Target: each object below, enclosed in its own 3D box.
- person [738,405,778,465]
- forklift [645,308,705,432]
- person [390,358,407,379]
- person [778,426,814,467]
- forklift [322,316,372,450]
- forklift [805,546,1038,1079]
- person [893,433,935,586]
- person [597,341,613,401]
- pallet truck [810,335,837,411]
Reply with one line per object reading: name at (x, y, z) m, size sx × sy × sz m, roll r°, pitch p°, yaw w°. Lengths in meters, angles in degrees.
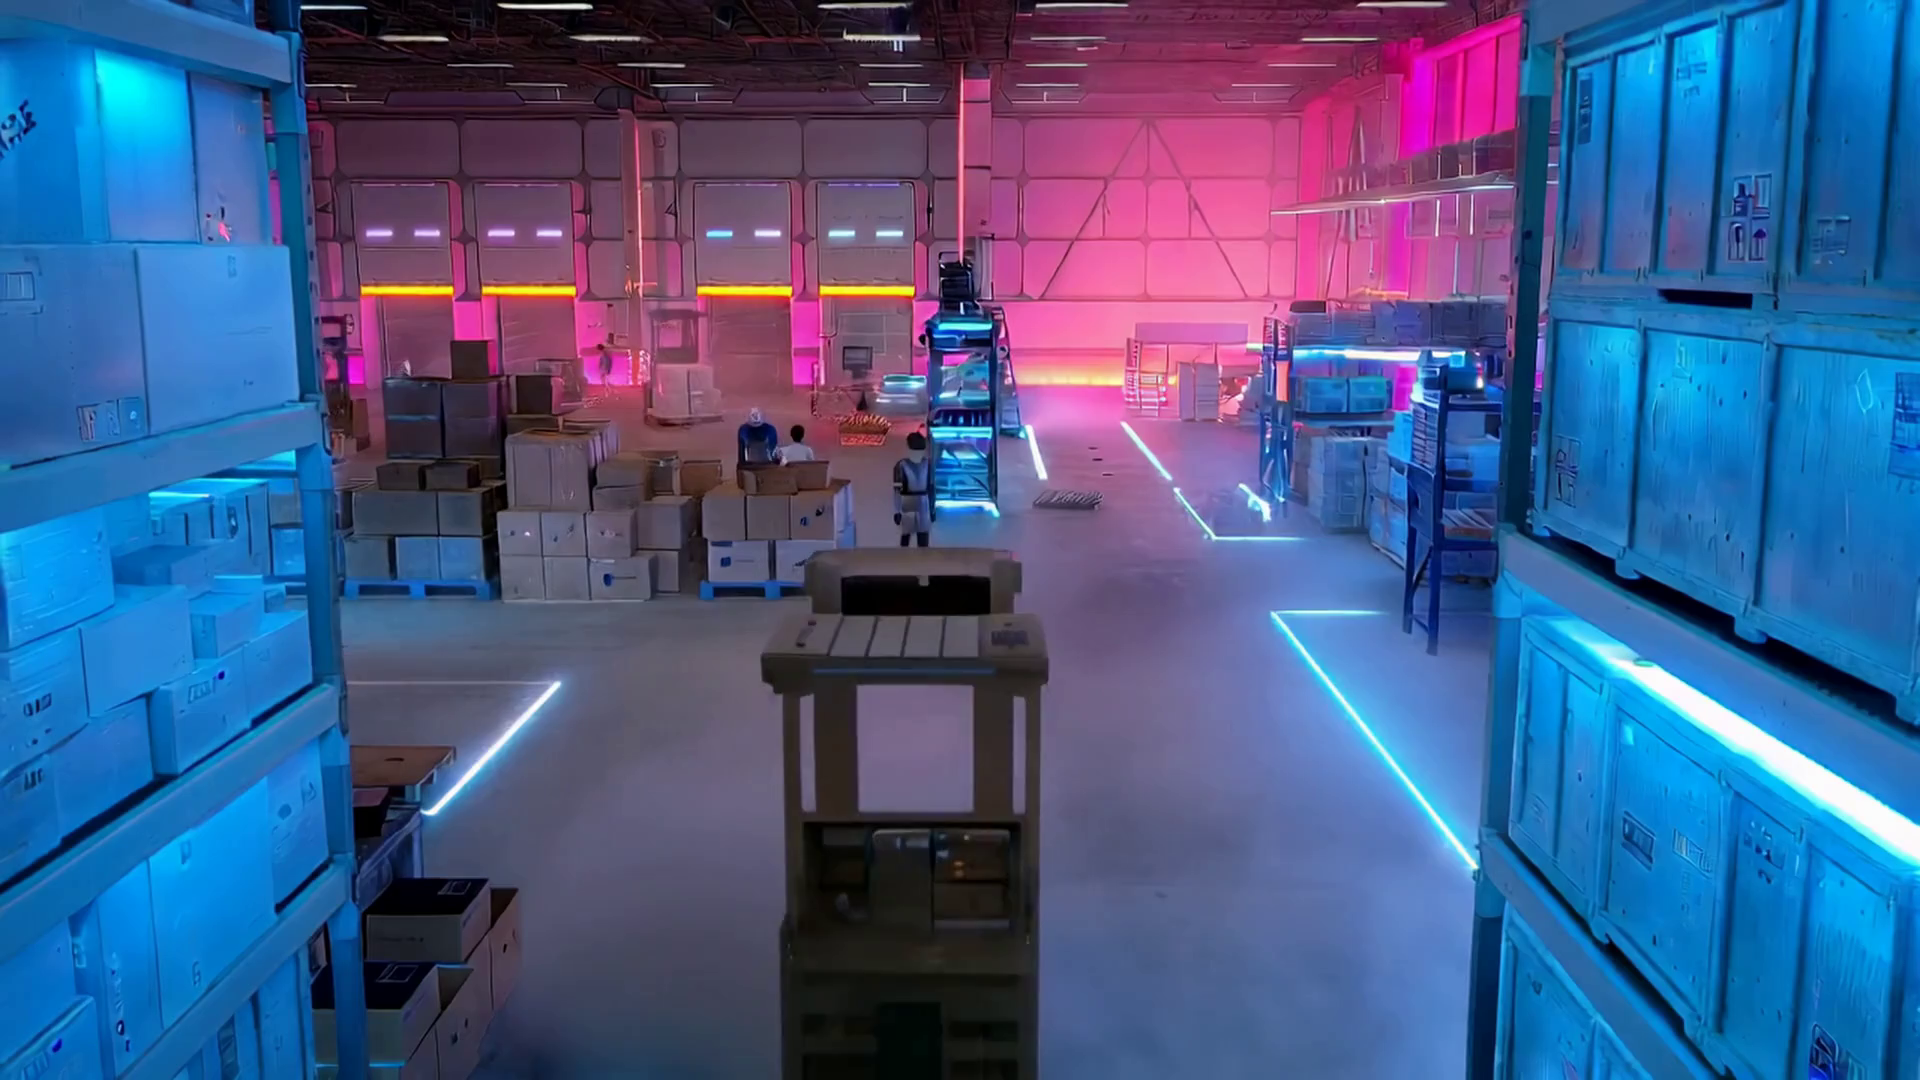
person at (-2.959, -1.020, 24.357) m, size 0.628 × 1.929 × 0.363 m, roll 3°, pitch 10°, yaw 16°
forklift at (-6.707, -3.996, 38.759) m, size 1.129 × 2.768 × 1.873 m, roll -3°, pitch 10°, yaw -19°
person at (-11.678, -2.827, 34.730) m, size 0.352 × 1.937 × 0.635 m, roll 0°, pitch 10°, yaw -2°
person at (-2.374, -0.828, 24.037) m, size 0.531 × 1.643 × 0.902 m, roll 0°, pitch 10°, yaw -2°
forklift at (-12.990, -3.195, 34.137) m, size 1.129 × 2.768 × 1.873 m, roll 0°, pitch 10°, yaw 1°
forklift at (-0.198, 1.426, 7.475) m, size 1.129 × 2.768 × 1.873 m, roll 0°, pitch 10°, yaw 1°
person at (-0.592, -0.420, 20.958) m, size 0.562 × 1.907 × 0.947 m, roll -3°, pitch 10°, yaw -19°
person at (-9.926, -4.708, 46.305) m, size 0.566 × 1.674 × 0.555 m, roll 4°, pitch 11°, yaw 23°
pallet truck at (-3.021, -4.312, 43.126) m, size 1.885 × 1.965 × 0.823 m, roll 3°, pitch 10°, yaw 17°
